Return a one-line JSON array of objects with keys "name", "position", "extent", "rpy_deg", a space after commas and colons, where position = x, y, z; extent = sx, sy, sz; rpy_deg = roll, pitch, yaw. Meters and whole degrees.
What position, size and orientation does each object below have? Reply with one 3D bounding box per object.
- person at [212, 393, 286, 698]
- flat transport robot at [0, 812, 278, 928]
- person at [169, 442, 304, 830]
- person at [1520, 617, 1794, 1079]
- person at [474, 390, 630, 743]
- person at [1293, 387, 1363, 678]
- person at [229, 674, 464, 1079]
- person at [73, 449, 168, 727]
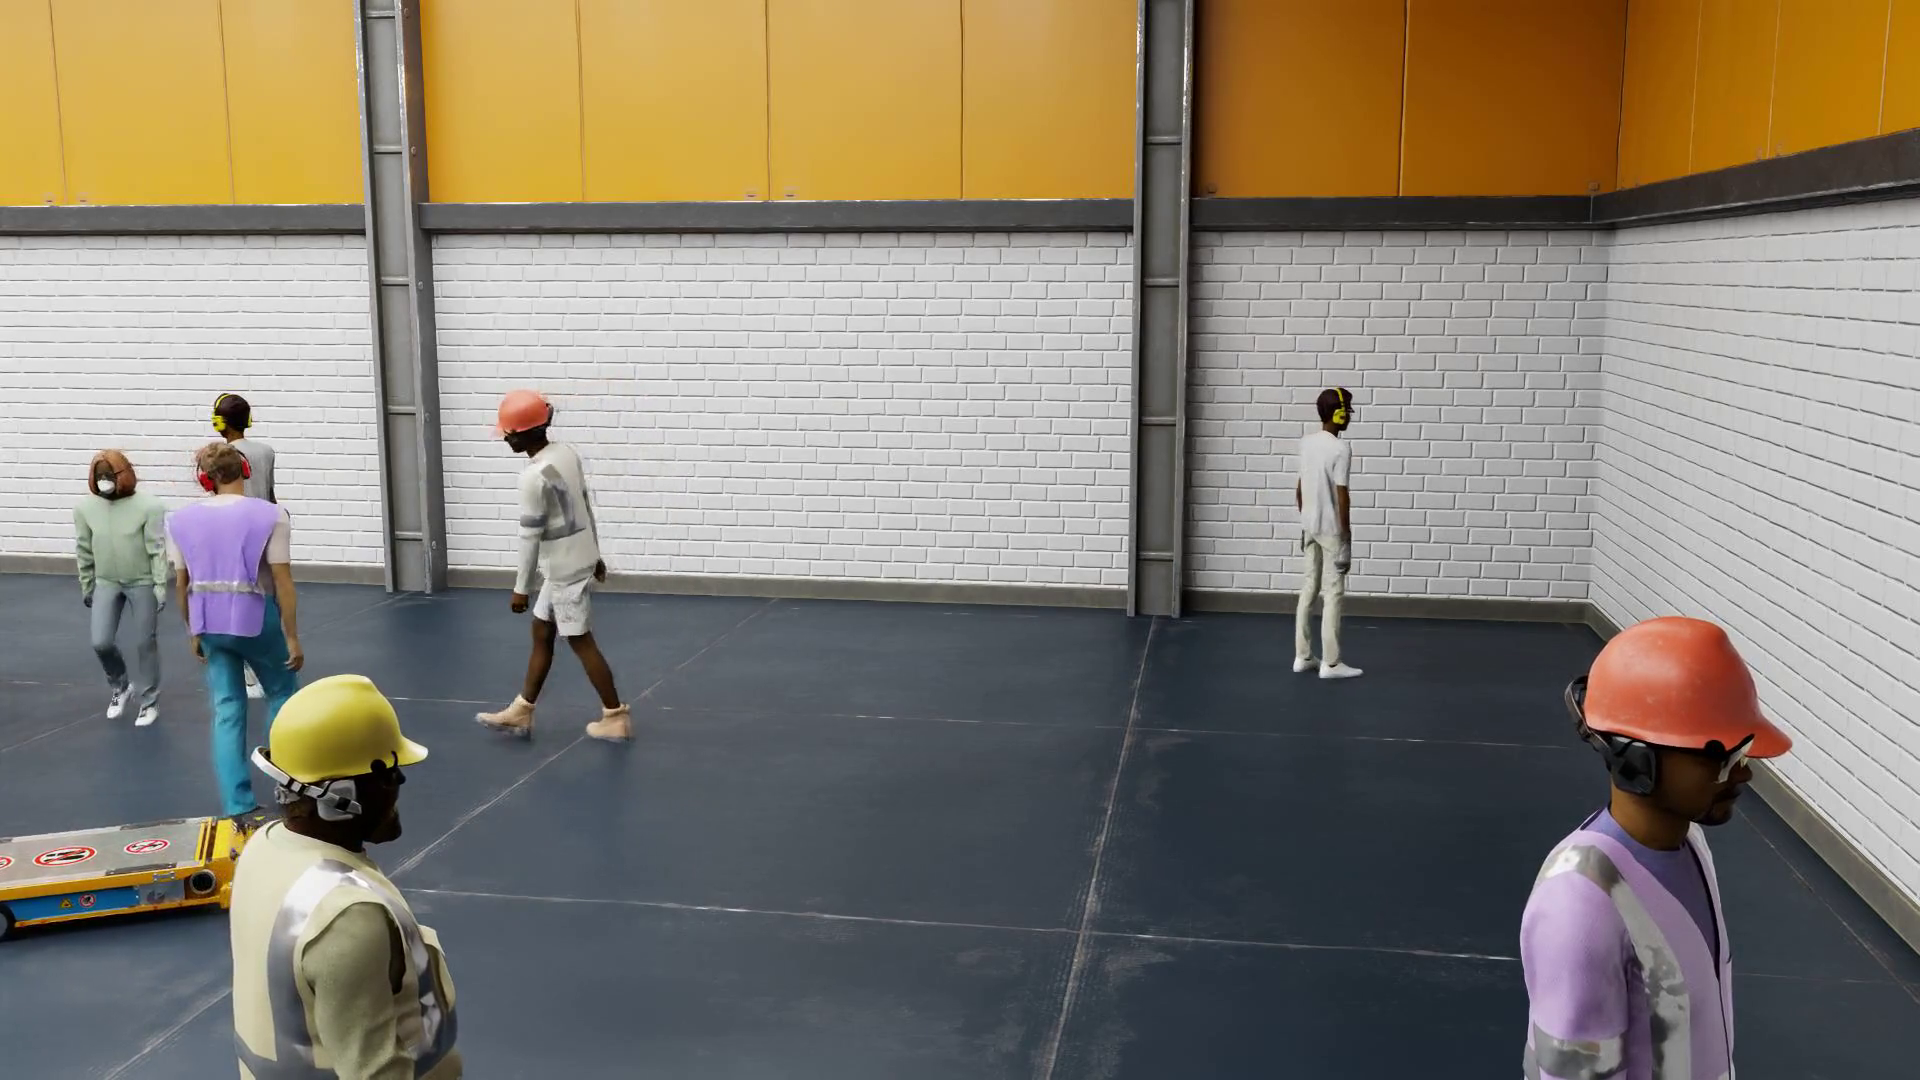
[{"name": "person", "position": [-4.370, 0.039, 10.152], "extent": [0.313, 1.864, 0.530], "rpy_deg": [4, 10, 21]}, {"name": "flat transport robot", "position": [-3.569, 1.373, 6.820], "extent": [1.431, 0.197, 0.652], "rpy_deg": [-4, 10, -21]}, {"name": "person", "position": [-3.363, 0.428, 7.926], "extent": [0.614, 1.802, 0.744], "rpy_deg": [0, 9, 2]}, {"name": "person", "position": [1.158, 1.133, 2.855], "extent": [0.376, 2.044, 0.607], "rpy_deg": [6, 11, 34]}, {"name": "person", "position": [-2.249, 0.160, 9.074], "extent": [0.885, 1.971, 0.681], "rpy_deg": [0, 9, -2]}, {"name": "person", "position": [2.347, -0.049, 10.688], "extent": [0.326, 1.868, 0.553], "rpy_deg": [-5, 10, -27]}, {"name": "person", "position": [-1.198, 1.164, 3.305], "extent": [0.404, 1.831, 0.600], "rpy_deg": [-7, 12, -38]}, {"name": "person", "position": [-4.749, 0.276, 9.464], "extent": [0.508, 1.613, 0.375], "rpy_deg": [-2, 9, -9]}]
